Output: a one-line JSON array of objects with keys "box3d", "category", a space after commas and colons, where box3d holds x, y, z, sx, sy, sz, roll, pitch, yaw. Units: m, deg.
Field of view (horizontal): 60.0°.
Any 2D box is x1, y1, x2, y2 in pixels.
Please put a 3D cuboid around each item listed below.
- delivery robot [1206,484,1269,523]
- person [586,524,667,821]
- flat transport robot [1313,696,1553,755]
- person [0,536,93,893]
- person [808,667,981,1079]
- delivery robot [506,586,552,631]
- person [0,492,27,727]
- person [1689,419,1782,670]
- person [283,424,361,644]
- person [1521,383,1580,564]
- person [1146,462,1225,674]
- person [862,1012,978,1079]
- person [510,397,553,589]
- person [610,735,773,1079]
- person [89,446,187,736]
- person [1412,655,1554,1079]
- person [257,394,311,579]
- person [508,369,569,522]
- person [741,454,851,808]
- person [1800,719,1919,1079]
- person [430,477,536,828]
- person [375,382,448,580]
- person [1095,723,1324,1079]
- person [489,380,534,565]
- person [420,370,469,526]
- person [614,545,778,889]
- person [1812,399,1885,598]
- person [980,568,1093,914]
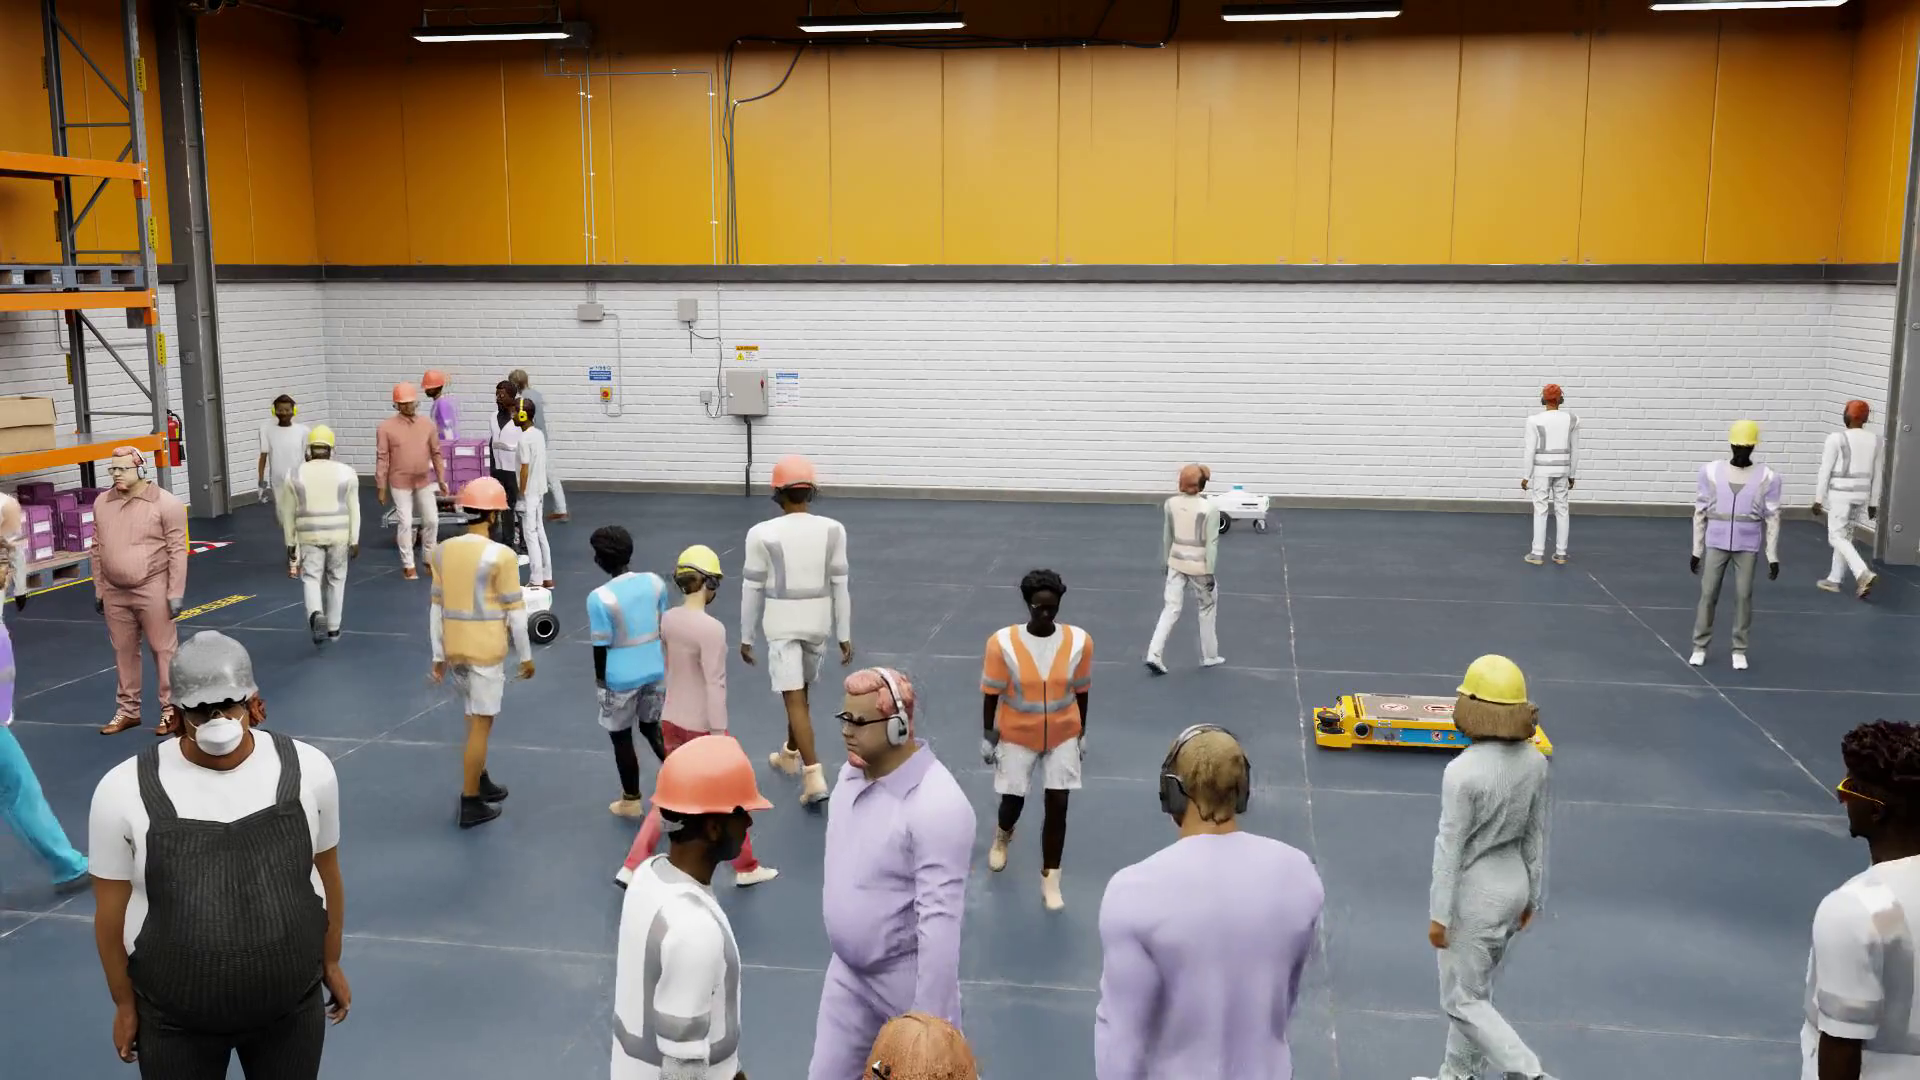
[{"box3d": [3.242, -0.409, 19.412, 0.707, 0.478, 0.477, 1, 9, 3], "category": "delivery robot"}, {"box3d": [-1.751, 0.745, 9.057, 0.493, 1.675, 0.553, 8, 12, 40], "category": "person"}, {"box3d": [3.023, 1.179, 10.728, 1.431, 0.197, 0.652, 2, 9, 10], "category": "flat transport robot"}, {"box3d": [-4.591, 0.868, 7.935, 0.954, 1.792, 0.587, -9, 13, -44], "category": "person"}, {"box3d": [-0.145, 1.293, 5.104, 0.944, 1.867, 0.668, -7, 11, -36], "category": "person"}, {"box3d": [-3.716, 0.532, 13.572, 0.707, 0.478, 0.477, -6, 11, -35], "category": "delivery robot"}, {"box3d": [-6.575, 0.313, 11.057, 0.612, 1.905, 0.625, -1, 9, -5], "category": "person"}, {"box3d": [5.941, 0.030, 12.740, 0.617, 1.925, 0.389, 5, 11, 29], "category": "person"}, {"box3d": [-5.159, -0.029, 13.475, 0.587, 1.810, 0.688, -3, 10, -20], "category": "person"}, {"box3d": [6.134, -0.683, 17.295, 0.572, 1.883, 0.358, 0, 9, -3], "category": "person"}, {"box3d": [1.708, 0.215, 12.587, 0.524, 1.605, 0.829, 8, 12, 42], "category": "person"}, {"box3d": [-0.003, 1.726, 3.189, 0.506, 1.616, 0.585, -7, 11, -36], "category": "person"}, {"box3d": [-4.070, -0.419, 15.730, 0.317, 1.861, 0.507, 1, 9, 4], "category": "person"}, {"box3d": [-0.645, 1.421, 4.260, 1.033, 1.869, 0.545, -4, 10, -25], "category": "person"}, {"box3d": [-5.395, 0.335, 10.905, 0.640, 1.909, 0.409, 1, 9, 5], "category": "person"}, {"box3d": [1.871, 1.255, 5.759, 0.492, 1.718, 0.688, -6, 11, -35], "category": "person"}, {"box3d": [-6.795, -0.574, 16.798, 0.519, 1.833, 0.936, -2, 9, -10], "category": "person"}, {"box3d": [-5.197, -1.120, 20.052, 0.983, 1.875, 0.717, 1, 9, 6], "category": "person"}, {"box3d": [-0.930, 0.505, 9.608, 0.620, 1.997, 1.072, -5, 10, -27], "category": "person"}, {"box3d": [2.370, 1.406, 4.177, 0.612, 1.942, 0.882, -4, 10, -23], "category": "person"}, {"box3d": [-2.615, 0.603, 9.226, 0.542, 1.907, 0.668, 5, 11, 30], "category": "person"}, {"box3d": [-5.401, -0.571, 16.318, 0.672, 1.968, 0.546, -8, 12, -39], "category": "person"}, {"box3d": [0.597, 1.410, 4.218, 0.645, 1.908, 0.636, -3, 10, -18], "category": "person"}, {"box3d": [-4.654, -0.697, 17.277, 0.590, 1.917, 0.392, 5, 11, 30], "category": "person"}, {"box3d": [-6.223, -1.071, 19.715, 1.018, 1.866, 0.583, -2, 9, -15], "category": "person"}, {"box3d": [-1.321, 0.893, 8.061, 0.816, 1.721, 0.573, -8, 12, -39], "category": "person"}, {"box3d": [8.338, -0.382, 15.520, 0.579, 1.861, 0.823, -2, 9, -10], "category": "person"}, {"box3d": [0.351, 0.917, 8.036, 0.545, 1.671, 0.612, -1, 9, -8], "category": "person"}]
